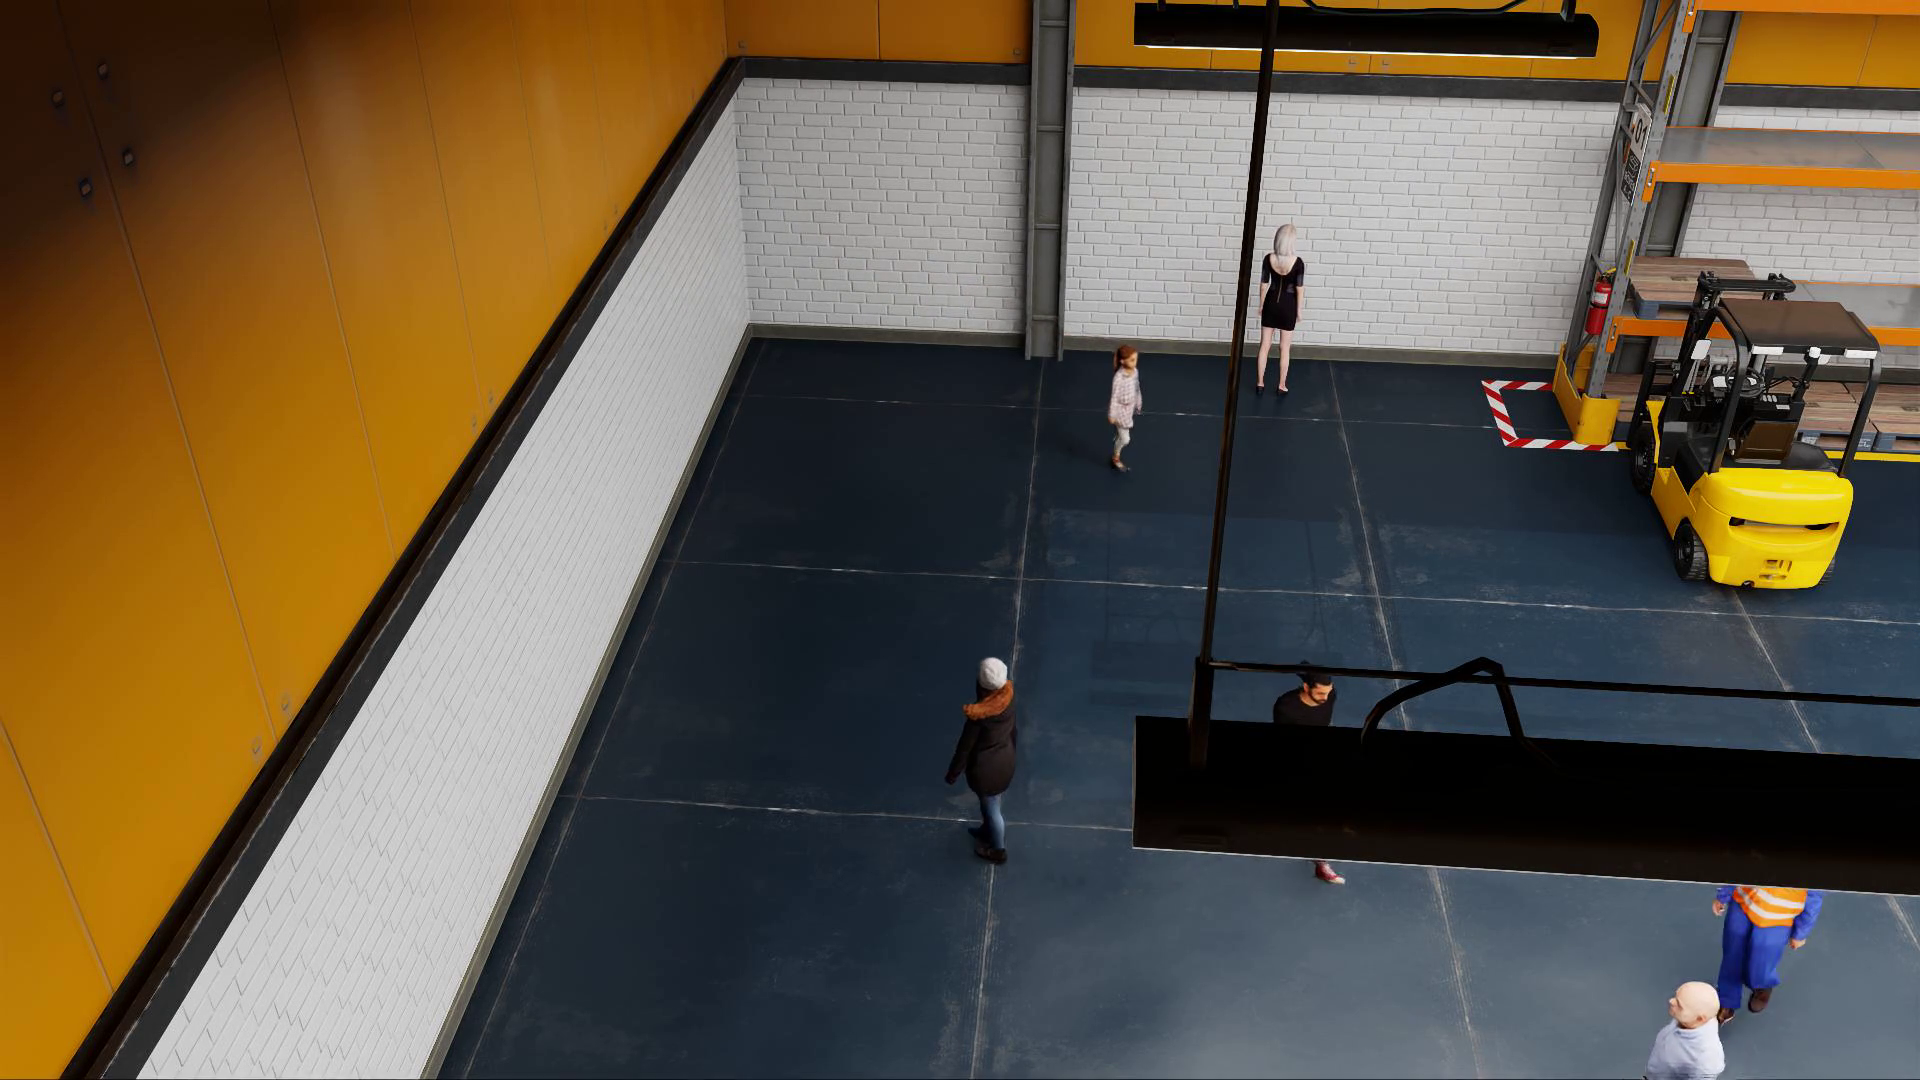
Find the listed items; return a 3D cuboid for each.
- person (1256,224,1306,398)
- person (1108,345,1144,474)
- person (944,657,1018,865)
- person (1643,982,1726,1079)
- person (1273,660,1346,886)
[{"bbox_3d":[3.156,-2.267,16.429,0.537,1.830,0.703,13,36,19],"label":"person"},{"bbox_3d":[1.450,-1.233,15.348,0.673,1.304,0.635,26,41,33],"label":"person"},{"bbox_3d":[0.264,1.502,10.950,0.779,1.618,0.754,19,38,26],"label":"person"},{"bbox_3d":[3.756,2.940,8.648,1.094,1.771,0.760,8,34,12],"label":"person"},{"bbox_3d":[2.174,1.417,11.007,1.206,1.697,1.105,-15,37,-22],"label":"person"}]
